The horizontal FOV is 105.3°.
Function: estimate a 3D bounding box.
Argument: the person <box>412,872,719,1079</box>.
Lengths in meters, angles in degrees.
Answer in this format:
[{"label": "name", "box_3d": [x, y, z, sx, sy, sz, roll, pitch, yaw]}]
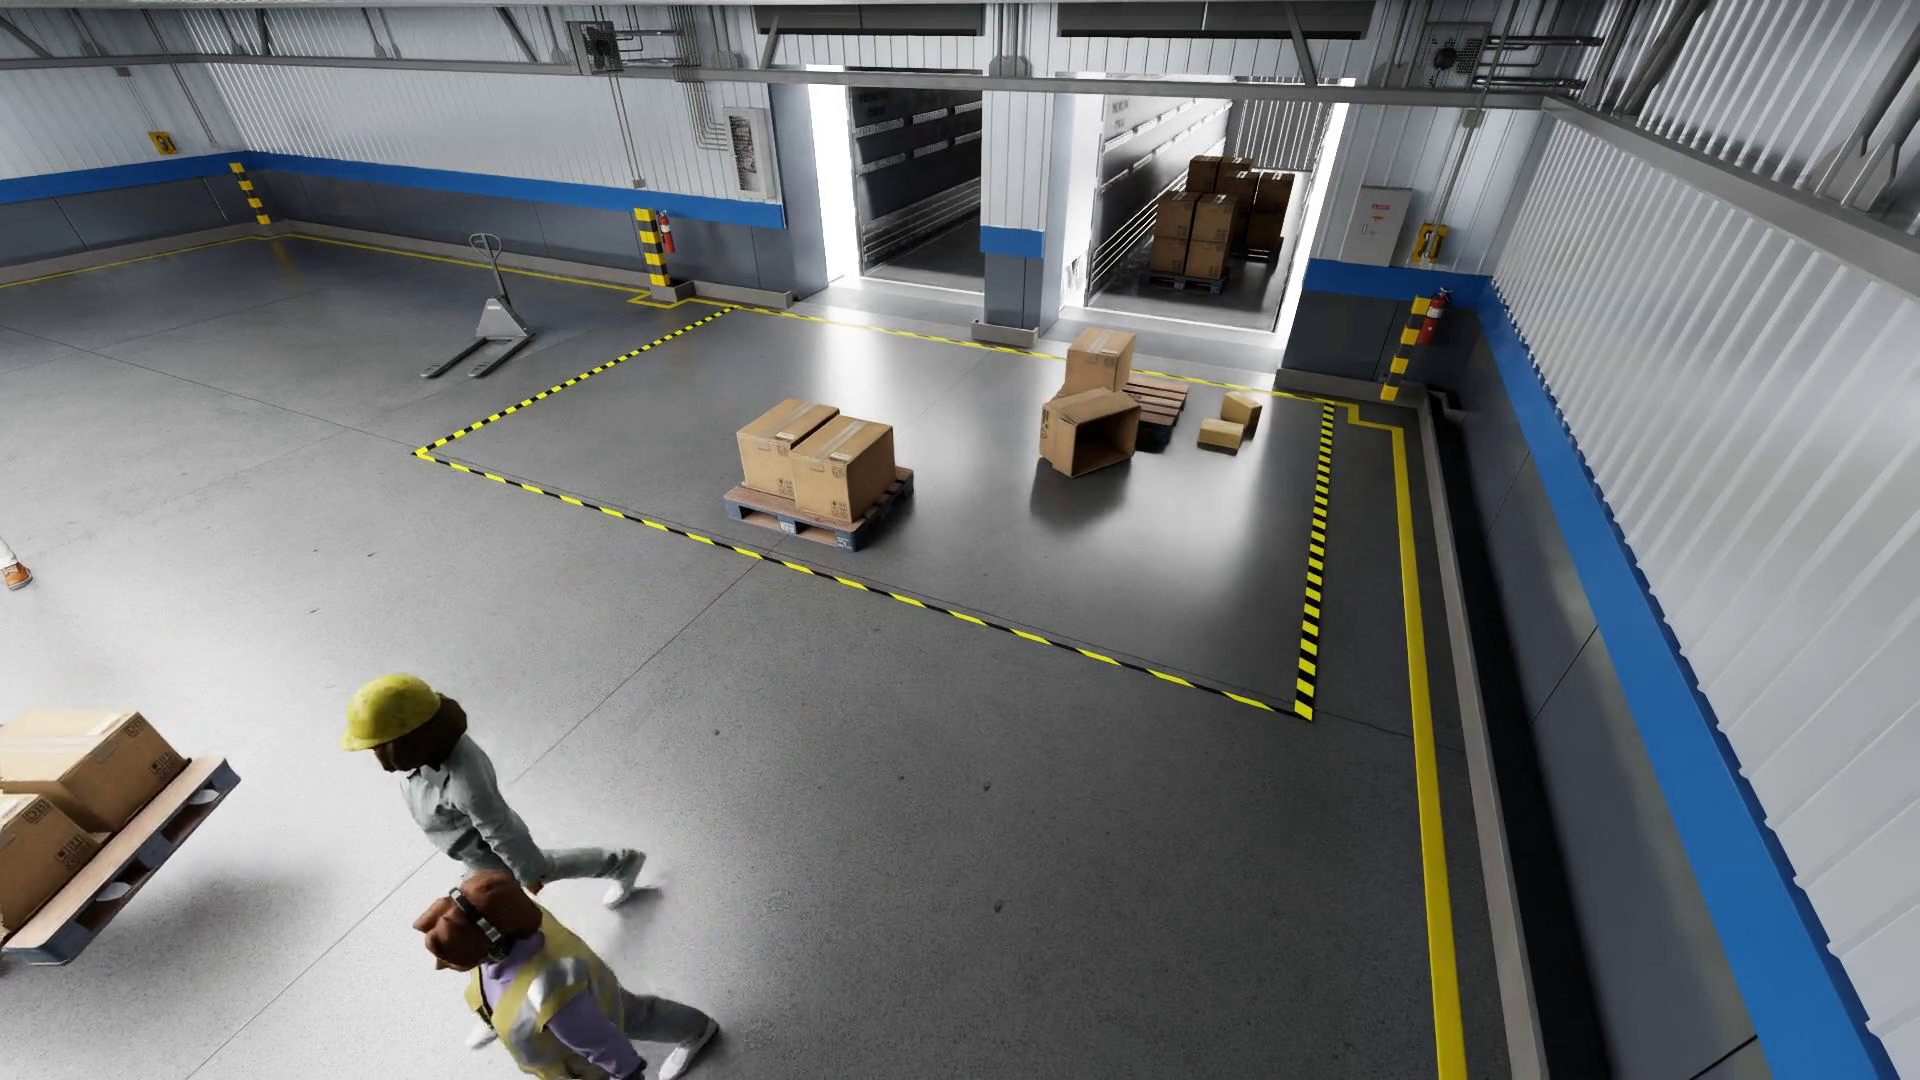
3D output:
[{"label": "person", "box_3d": [-1.219, 1.505, 2.197, 0.537, 1.587, 0.853, 27, 43, 32]}]

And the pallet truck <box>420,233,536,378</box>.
[{"label": "pallet truck", "box_3d": [-5.664, -2.712, 8.427, 0.680, 1.201, 1.601, 0, 35, -1]}]

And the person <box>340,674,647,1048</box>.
[{"label": "person", "box_3d": [-1.693, 1.089, 2.683, 0.493, 1.702, 0.864, 26, 43, 31]}]

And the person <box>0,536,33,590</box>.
[{"label": "person", "box_3d": [-6.862, -0.454, 4.647, 0.602, 1.948, 0.381, -25, 43, -31]}]
